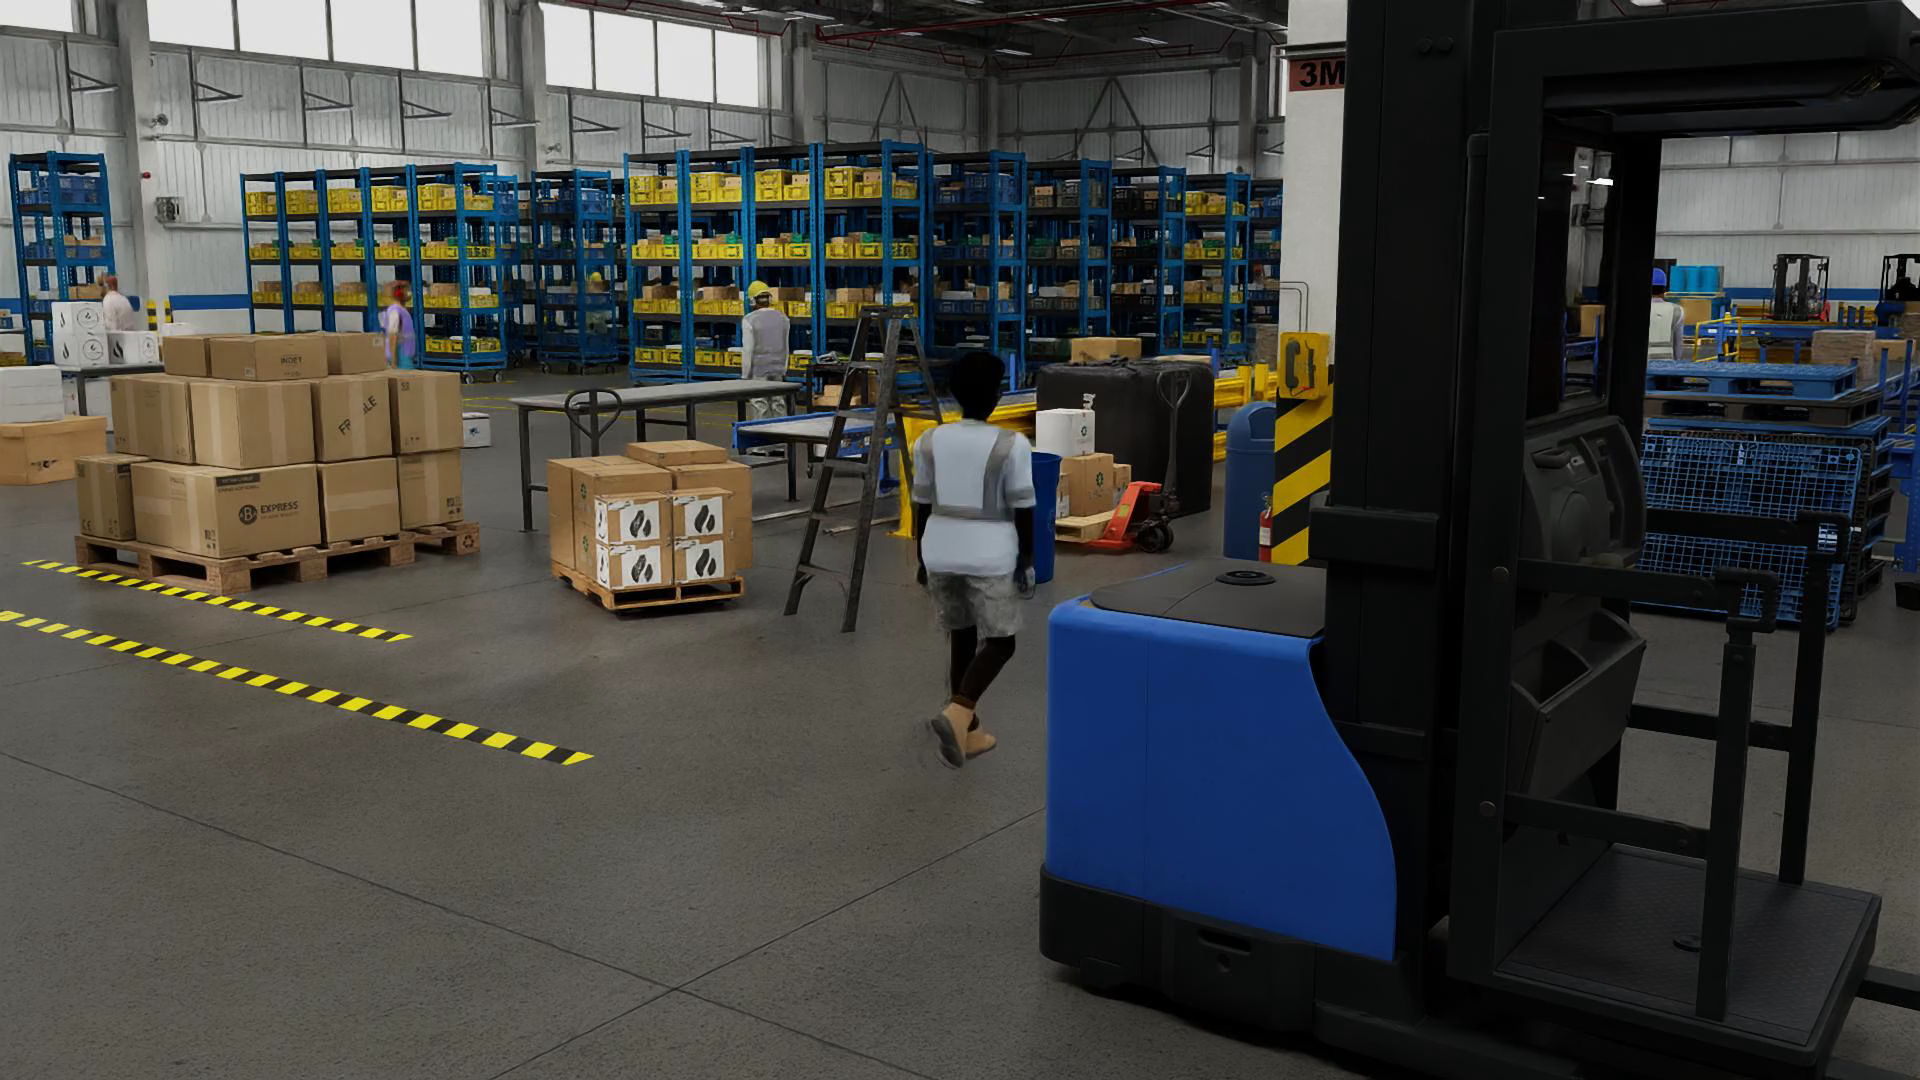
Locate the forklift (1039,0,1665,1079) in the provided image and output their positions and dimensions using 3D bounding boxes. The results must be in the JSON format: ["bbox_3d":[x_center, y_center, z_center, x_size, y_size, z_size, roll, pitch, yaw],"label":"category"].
[{"bbox_3d":[1.249,-0.137,4.360,1.873,2.768,1.129,7,12,35],"label":"forklift"}]

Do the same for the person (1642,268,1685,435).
[{"bbox_3d":[6.844,-1.708,16.487,0.601,1.948,0.386,0,10,-1],"label":"person"}]

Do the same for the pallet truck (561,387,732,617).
[{"bbox_3d":[-1.981,-0.274,10.088,0.680,1.201,1.601,-5,11,-28],"label":"pallet truck"}]

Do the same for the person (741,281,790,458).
[{"bbox_3d":[-1.990,-1.701,16.820,0.403,1.822,0.586,9,13,44],"label":"person"}]

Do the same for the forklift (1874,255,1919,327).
[{"bbox_3d":[22.089,-5.634,38.796,1.157,1.987,2.680,6,11,33],"label":"forklift"}]

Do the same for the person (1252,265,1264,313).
[{"bbox_3d":[8.323,-6.738,46.421,0.646,1.949,0.970,-5,11,-26],"label":"person"}]

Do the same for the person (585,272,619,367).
[{"bbox_3d":[-6.831,-4.164,31.545,0.802,1.799,0.628,5,11,27],"label":"person"}]

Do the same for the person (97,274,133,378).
[{"bbox_3d":[-10.886,-2.482,21.404,1.012,1.851,0.664,-1,10,-3],"label":"person"}]

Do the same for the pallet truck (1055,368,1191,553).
[{"bbox_3d":[0.845,-0.609,11.869,1.630,1.274,0.653,7,12,35],"label":"pallet truck"}]

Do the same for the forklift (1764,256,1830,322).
[{"bbox_3d":[20.253,-5.854,40.139,1.157,1.987,2.680,7,12,35],"label":"forklift"}]

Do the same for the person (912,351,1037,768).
[{"bbox_3d":[0.020,0.097,6.549,0.548,1.678,0.578,5,11,28],"label":"person"}]

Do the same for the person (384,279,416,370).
[{"bbox_3d":[-6.533,-2.114,19.305,0.861,1.818,0.580,-2,10,-12],"label":"person"}]
